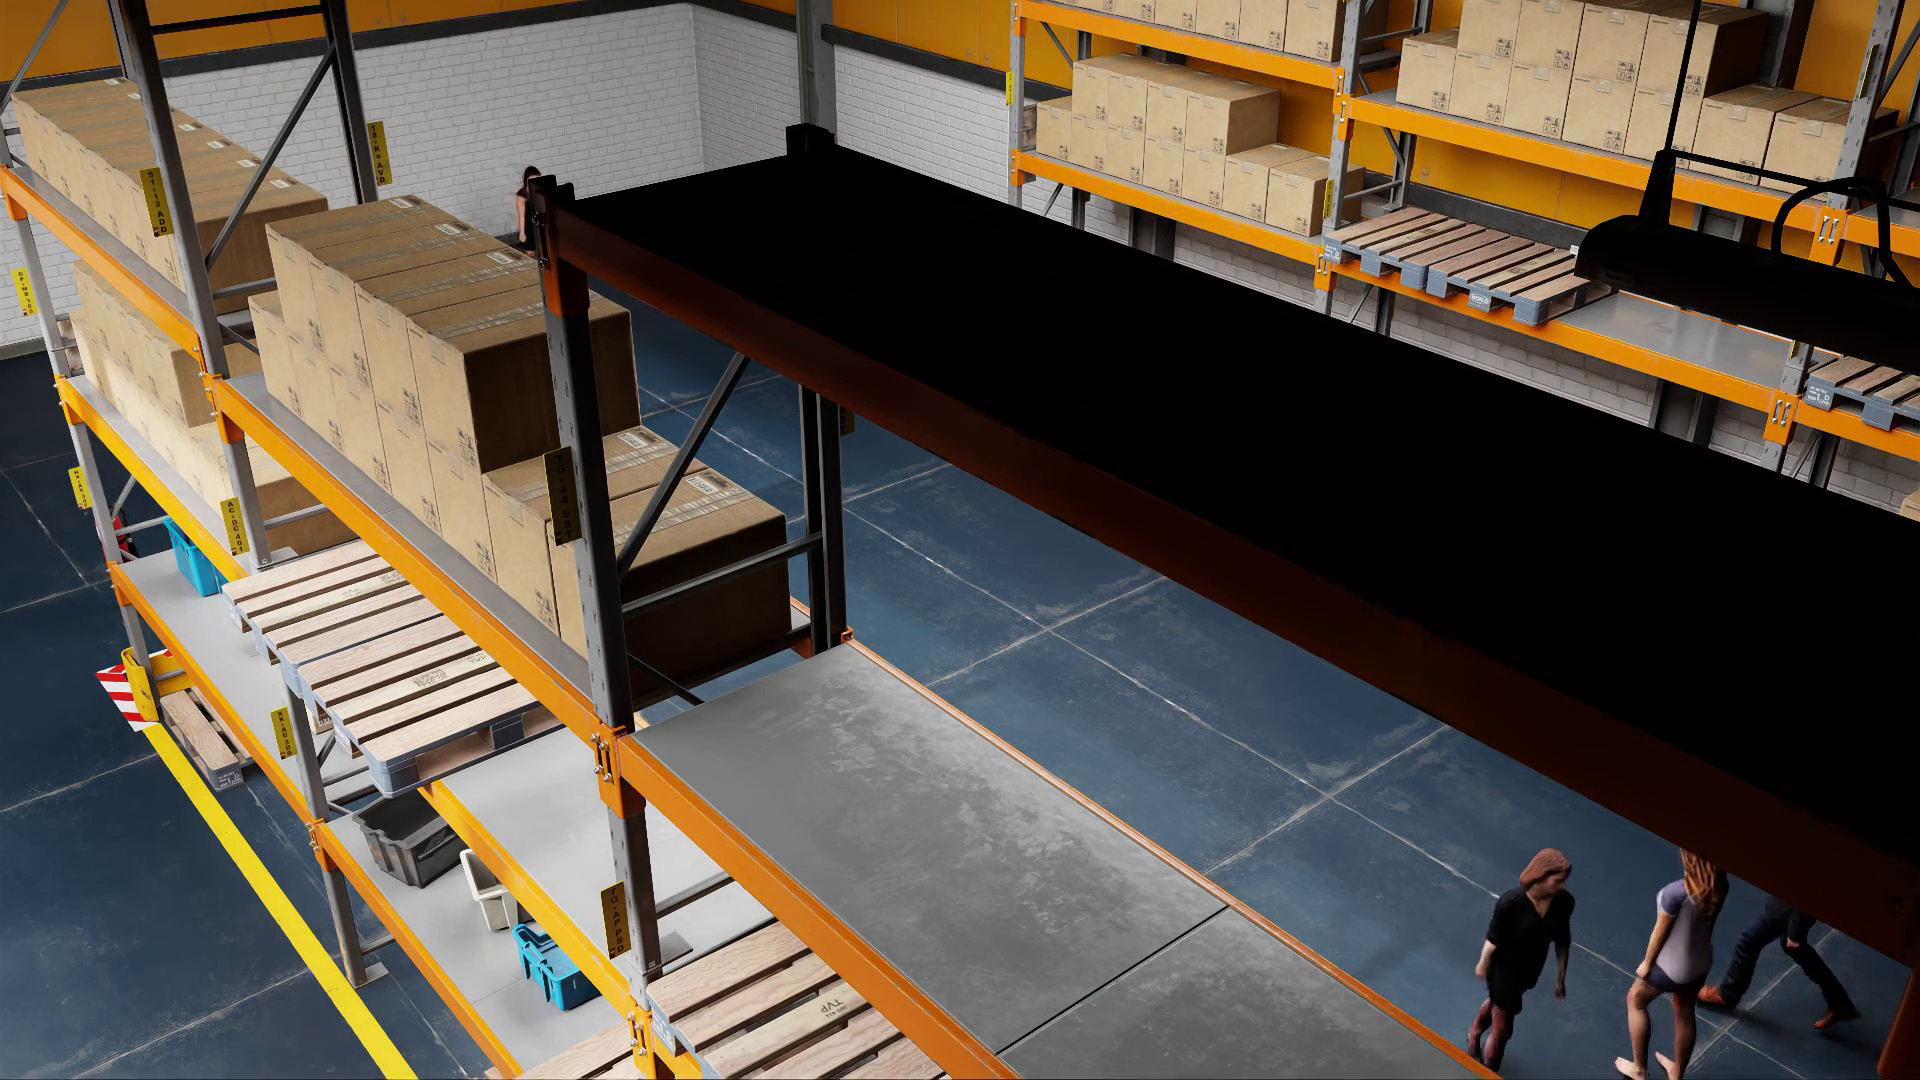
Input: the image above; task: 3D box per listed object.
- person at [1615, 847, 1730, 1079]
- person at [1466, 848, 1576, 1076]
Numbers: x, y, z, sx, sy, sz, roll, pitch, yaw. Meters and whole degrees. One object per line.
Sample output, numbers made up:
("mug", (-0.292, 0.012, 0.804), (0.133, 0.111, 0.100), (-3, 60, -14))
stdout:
("person", (4.033, 2.372, 9.290), (0.676, 1.717, 0.664), (-10, 30, -17))
("person", (3.094, 2.356, 9.365), (0.845, 1.674, 1.001), (-5, 29, -9))
